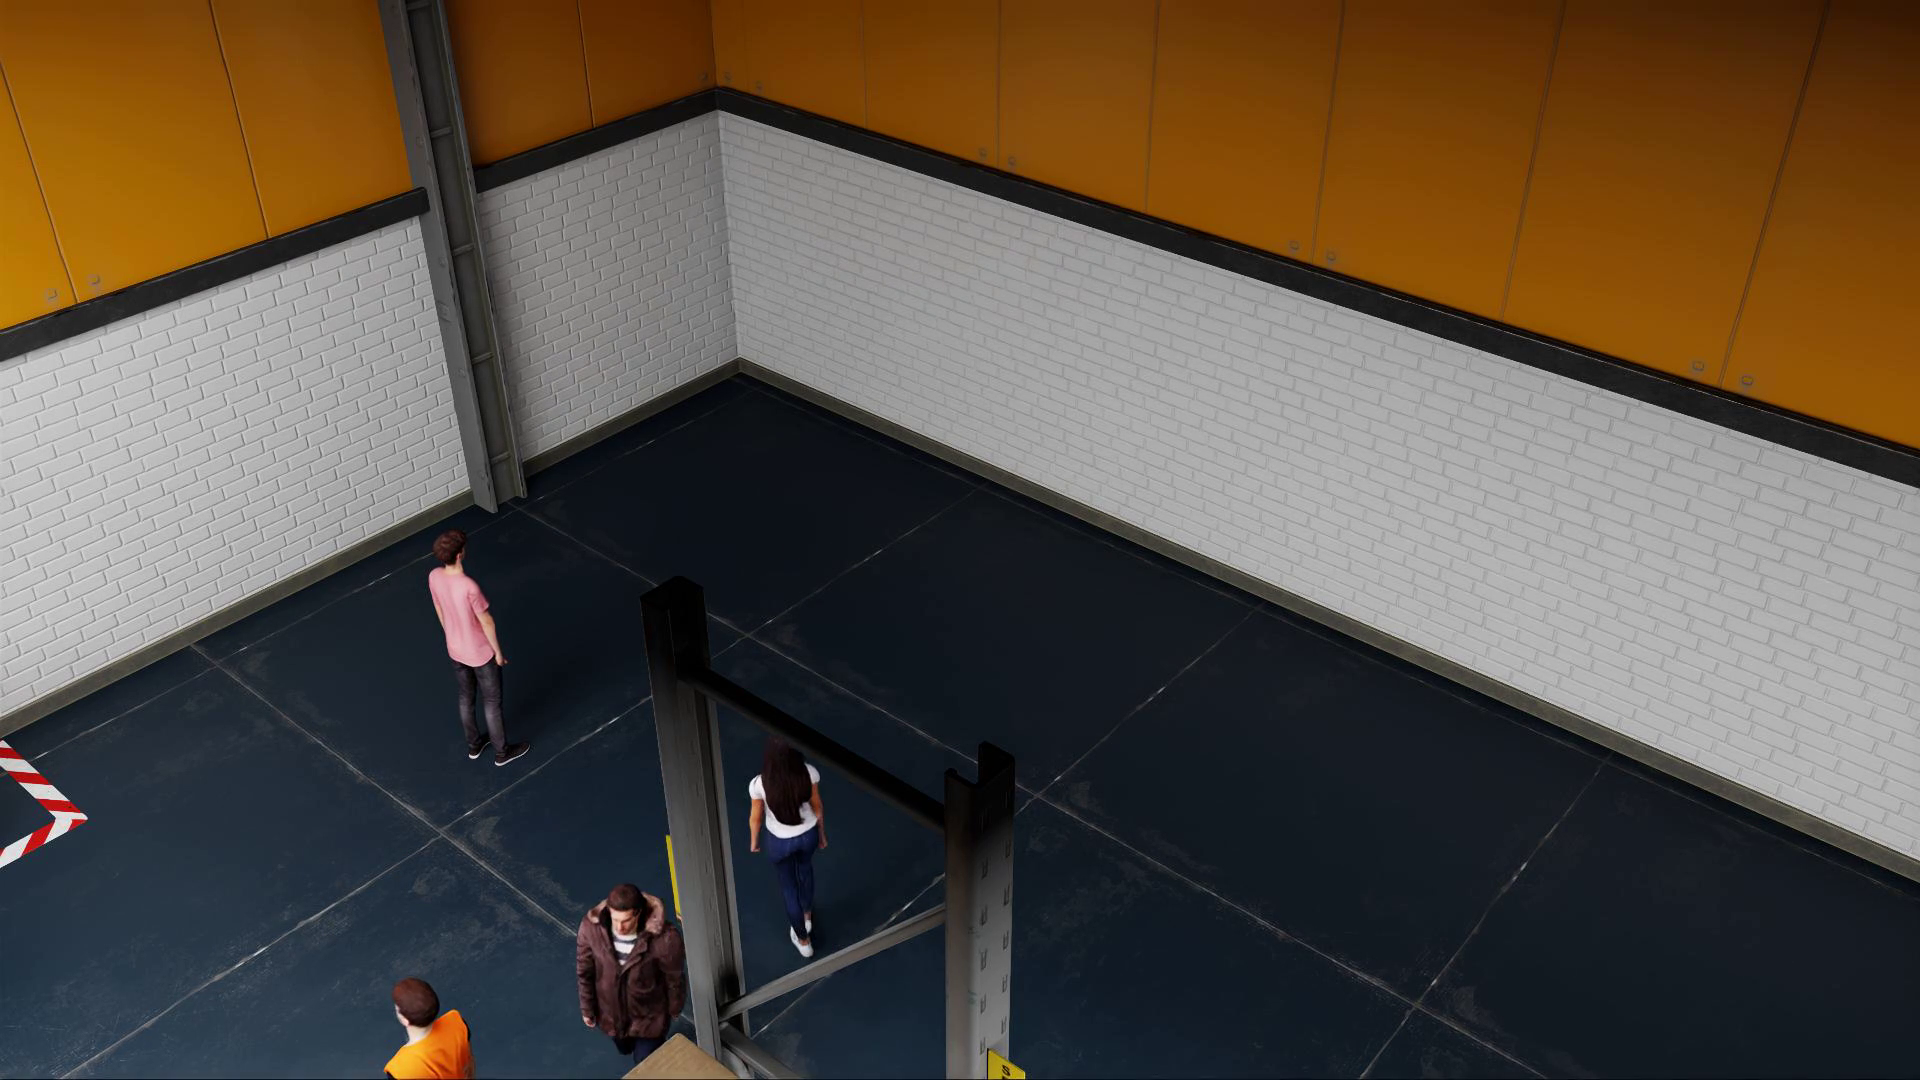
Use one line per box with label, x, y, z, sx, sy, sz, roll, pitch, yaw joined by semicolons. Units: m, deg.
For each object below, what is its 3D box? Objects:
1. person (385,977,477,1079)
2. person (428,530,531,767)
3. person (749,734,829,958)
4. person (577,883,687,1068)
person;-2.671;2.966;8.621;0.776;1.892;0.626;17;37;24
person;-3.488;0.777;11.855;0.674;1.958;0.636;15;36;21
person;-1.011;1.926;10.302;0.724;1.762;0.802;-13;36;-19
person;-1.806;2.545;9.320;1.078;1.819;1.250;6;34;9
